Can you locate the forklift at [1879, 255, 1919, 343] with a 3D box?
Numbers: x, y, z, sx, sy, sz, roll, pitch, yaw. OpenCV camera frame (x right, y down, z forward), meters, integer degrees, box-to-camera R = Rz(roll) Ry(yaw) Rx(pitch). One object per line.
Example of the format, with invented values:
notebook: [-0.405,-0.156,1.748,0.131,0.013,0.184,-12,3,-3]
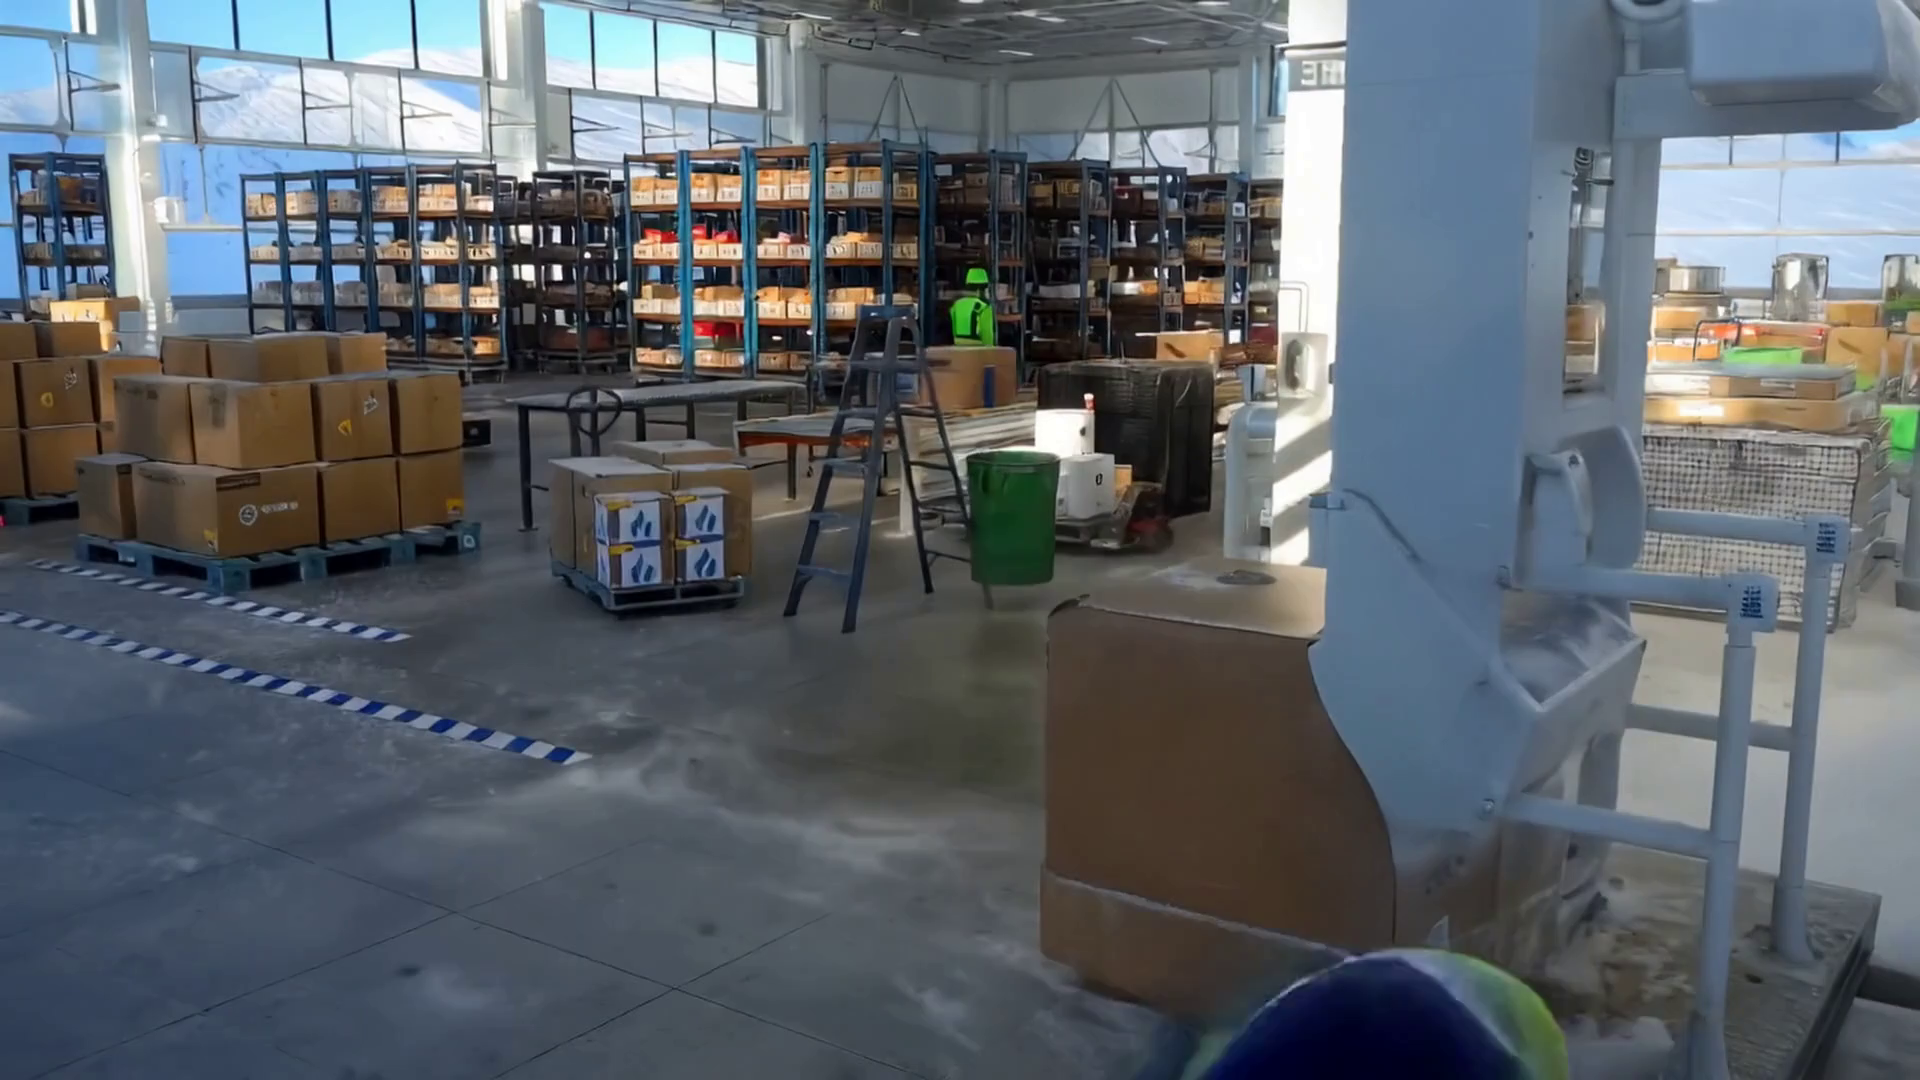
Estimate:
forklift: [22.089,-5.634,38.796,1.157,1.987,2.680,6,11,33]

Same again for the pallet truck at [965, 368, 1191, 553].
pallet truck: [0.845,-0.609,11.869,1.630,1.274,0.653,7,12,35]

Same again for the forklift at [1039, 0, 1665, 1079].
forklift: [1.249,-0.137,4.360,1.873,2.768,1.129,7,12,35]

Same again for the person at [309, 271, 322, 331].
person: [-12.106,-4.188,31.575,0.570,1.837,0.375,4,10,21]

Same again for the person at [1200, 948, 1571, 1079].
person: [0.228,0.901,1.018,0.459,1.925,0.573,7,12,35]

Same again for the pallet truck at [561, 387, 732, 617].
pallet truck: [-1.981,-0.274,10.088,0.680,1.201,1.601,-5,11,-28]

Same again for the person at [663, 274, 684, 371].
person: [-4.930,-3.729,28.988,0.668,1.785,0.611,-6,11,-33]

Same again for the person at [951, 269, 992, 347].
person: [0.151,-2.023,18.407,0.424,1.938,0.603,-8,12,-40]

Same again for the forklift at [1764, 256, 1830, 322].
forklift: [20.253,-5.854,40.139,1.157,1.987,2.680,7,12,35]
